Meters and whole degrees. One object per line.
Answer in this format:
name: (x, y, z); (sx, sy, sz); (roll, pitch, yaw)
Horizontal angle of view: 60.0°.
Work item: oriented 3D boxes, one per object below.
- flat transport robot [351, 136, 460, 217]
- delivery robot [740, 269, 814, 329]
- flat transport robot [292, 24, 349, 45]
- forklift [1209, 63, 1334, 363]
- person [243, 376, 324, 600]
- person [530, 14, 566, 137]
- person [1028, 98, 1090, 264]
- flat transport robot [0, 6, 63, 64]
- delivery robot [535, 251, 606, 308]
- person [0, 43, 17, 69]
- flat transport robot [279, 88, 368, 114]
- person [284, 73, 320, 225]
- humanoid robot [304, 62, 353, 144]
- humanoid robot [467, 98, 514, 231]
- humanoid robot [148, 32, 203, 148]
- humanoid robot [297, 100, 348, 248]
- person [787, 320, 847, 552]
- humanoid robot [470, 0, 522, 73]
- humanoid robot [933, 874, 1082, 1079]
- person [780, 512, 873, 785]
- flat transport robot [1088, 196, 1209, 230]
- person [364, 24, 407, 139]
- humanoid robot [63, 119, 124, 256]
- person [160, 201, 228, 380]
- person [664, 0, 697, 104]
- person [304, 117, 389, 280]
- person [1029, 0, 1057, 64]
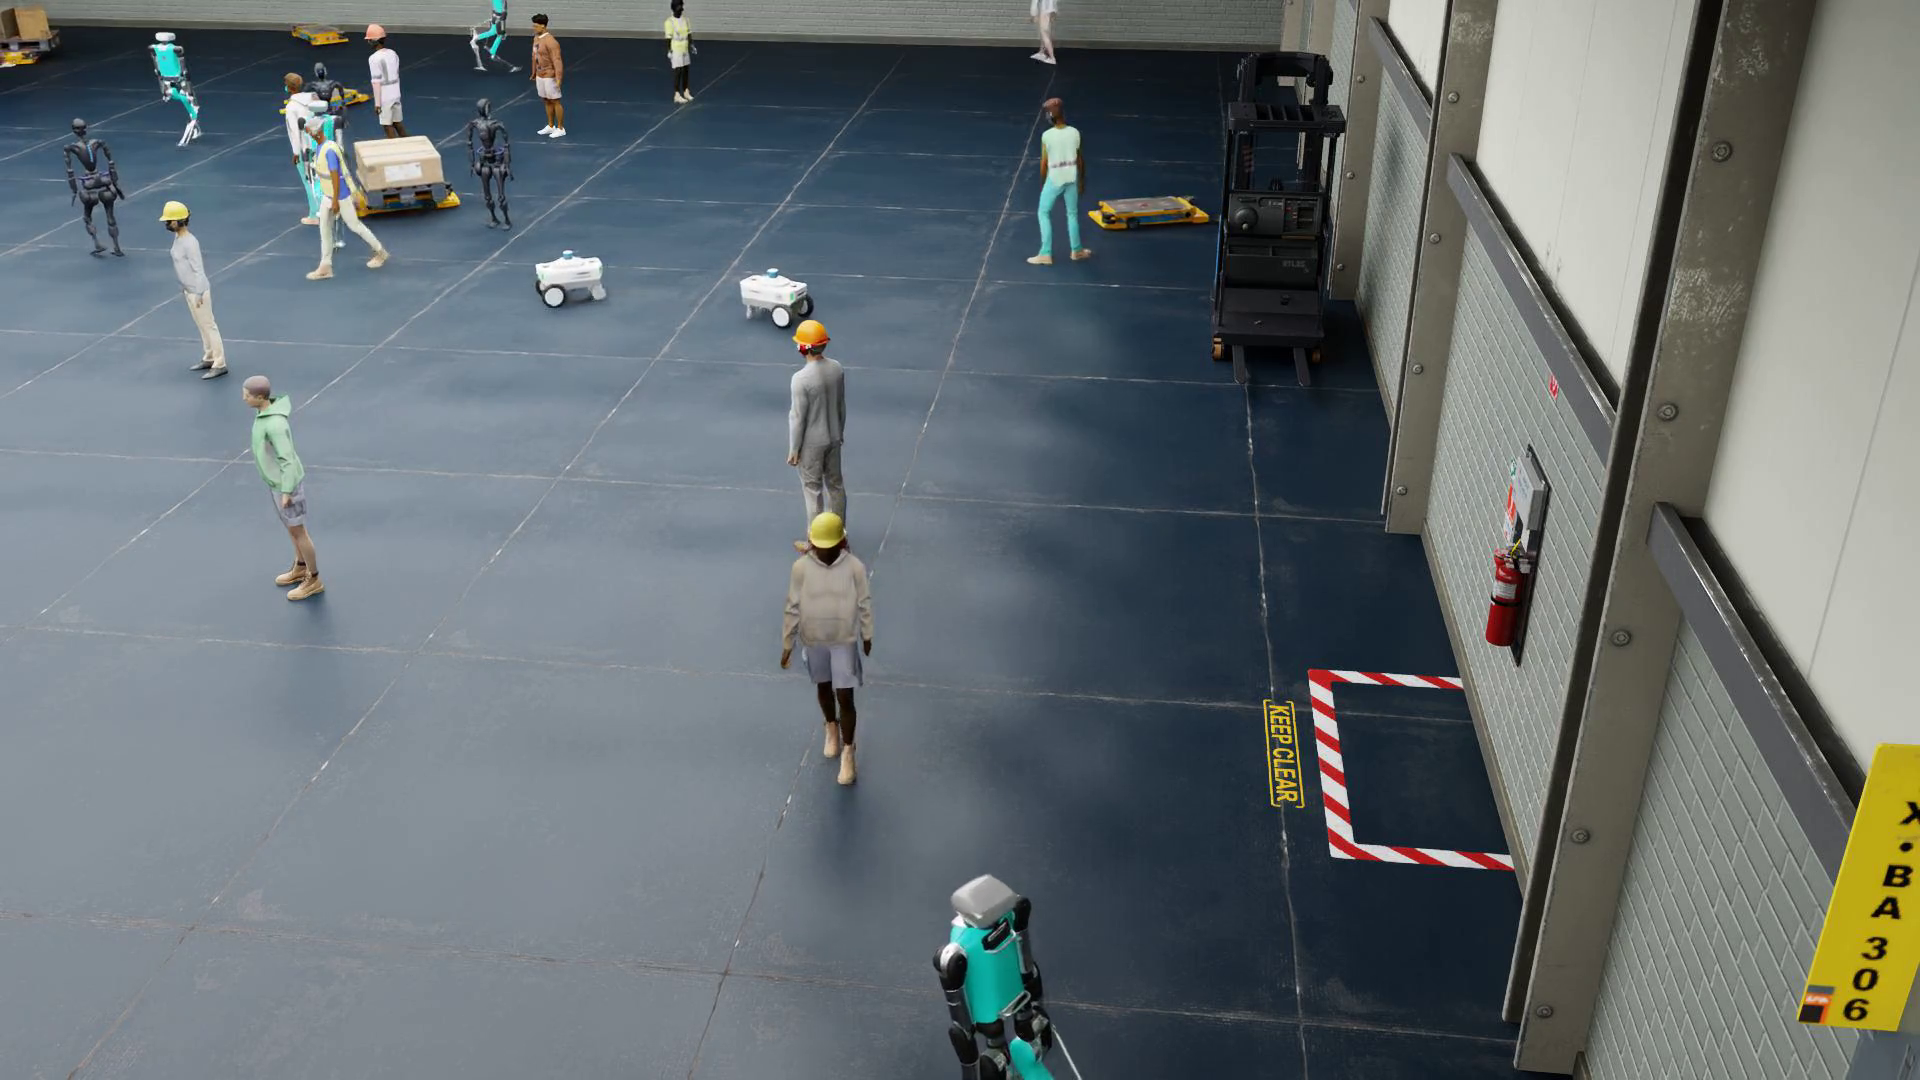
flat transport robot: (-7.473, -4.553, 22.227); (1.431, 0.231, 0.659); (-12, 29, -22)
delivery robot: (-1.994, -2.643, 18.103); (0.773, 0.602, 0.522); (13, 29, 24)
flat transport robot: (-12.865, -10.155, 33.411); (0.659, 0.231, 1.431); (-19, 32, -33)
forklift: (3.241, -3.477, 17.183); (1.129, 2.768, 1.873); (3, 27, 6)
person: (-5.001, -0.400, 12.293); (0.317, 1.739, 0.482); (-17, 31, -30)
person: (-6.362, -7.193, 25.726); (0.380, 1.854, 0.798); (-24, 35, -39)
person: (1.248, -4.263, 19.787); (0.794, 1.953, 0.394); (-13, 29, -24)
flat transport robot: (-17.804, -9.263, 31.630); (0.659, 0.231, 1.431); (-6, 27, -12)
delivery robot: (-4.388, -2.951, 18.703); (0.785, 0.587, 0.499); (-10, 28, -20)
person: (-17.784, -9.502, 30.307); (0.707, 1.884, 0.666); (-2, 27, -3)
flat transport robot: (-10.601, -7.305, 27.721); (0.659, 0.231, 1.431); (9, 28, 17)
person: (-8.367, -5.007, 21.298); (0.359, 1.915, 0.499); (8, 28, 16)
humanoid robot: (-8.907, -5.910, 23.419); (0.609, 1.620, 0.791); (-12, 29, -23)
humanoid robot: (-5.955, -4.760, 21.066); (0.589, 1.646, 0.355); (3, 27, 6)
humanoid robot: (-11.721, -6.808, 25.122); (0.542, 1.750, 1.021); (4, 27, 9)
humanoid robot: (-7.733, -4.407, 20.320); (0.550, 1.793, 0.788); (-8, 28, -15)
person: (-1.109, -0.797, 12.929); (0.381, 1.891, 0.563); (21, 34, 36)
humanoid robot: (-8.474, -9.178, 29.879); (1.058, 1.757, 0.547); (-16, 31, -29)
humanoid robot: (0.319, 2.315, 6.998); (0.785, 1.889, 0.569); (20, 33, 34)
person: (-0.820, 0.661, 10.178); (0.546, 1.736, 0.743); (2, 27, 3)
flat transport robot: (2.452, -4.255, 21.633); (1.431, 0.231, 0.659); (-6, 27, -13)
person: (-8.215, -6.327, 23.811); (0.398, 2.035, 0.598); (5, 27, 11)
humanoid robot: (-10.416, -4.243, 20.037); (0.376, 1.644, 0.598); (23, 34, 37)
person: (-7.558, -2.464, 16.384); (0.313, 1.769, 0.524); (-19, 32, -33)
person: (-4.707, -8.247, 28.018); (0.403, 1.686, 0.543); (13, 30, 25)
person: (-7.240, -4.007, 19.395); (0.573, 1.832, 1.007); (23, 34, 38)
person: (1.511, -9.845, 31.029); (0.716, 1.846, 0.540); (19, 32, 33)
